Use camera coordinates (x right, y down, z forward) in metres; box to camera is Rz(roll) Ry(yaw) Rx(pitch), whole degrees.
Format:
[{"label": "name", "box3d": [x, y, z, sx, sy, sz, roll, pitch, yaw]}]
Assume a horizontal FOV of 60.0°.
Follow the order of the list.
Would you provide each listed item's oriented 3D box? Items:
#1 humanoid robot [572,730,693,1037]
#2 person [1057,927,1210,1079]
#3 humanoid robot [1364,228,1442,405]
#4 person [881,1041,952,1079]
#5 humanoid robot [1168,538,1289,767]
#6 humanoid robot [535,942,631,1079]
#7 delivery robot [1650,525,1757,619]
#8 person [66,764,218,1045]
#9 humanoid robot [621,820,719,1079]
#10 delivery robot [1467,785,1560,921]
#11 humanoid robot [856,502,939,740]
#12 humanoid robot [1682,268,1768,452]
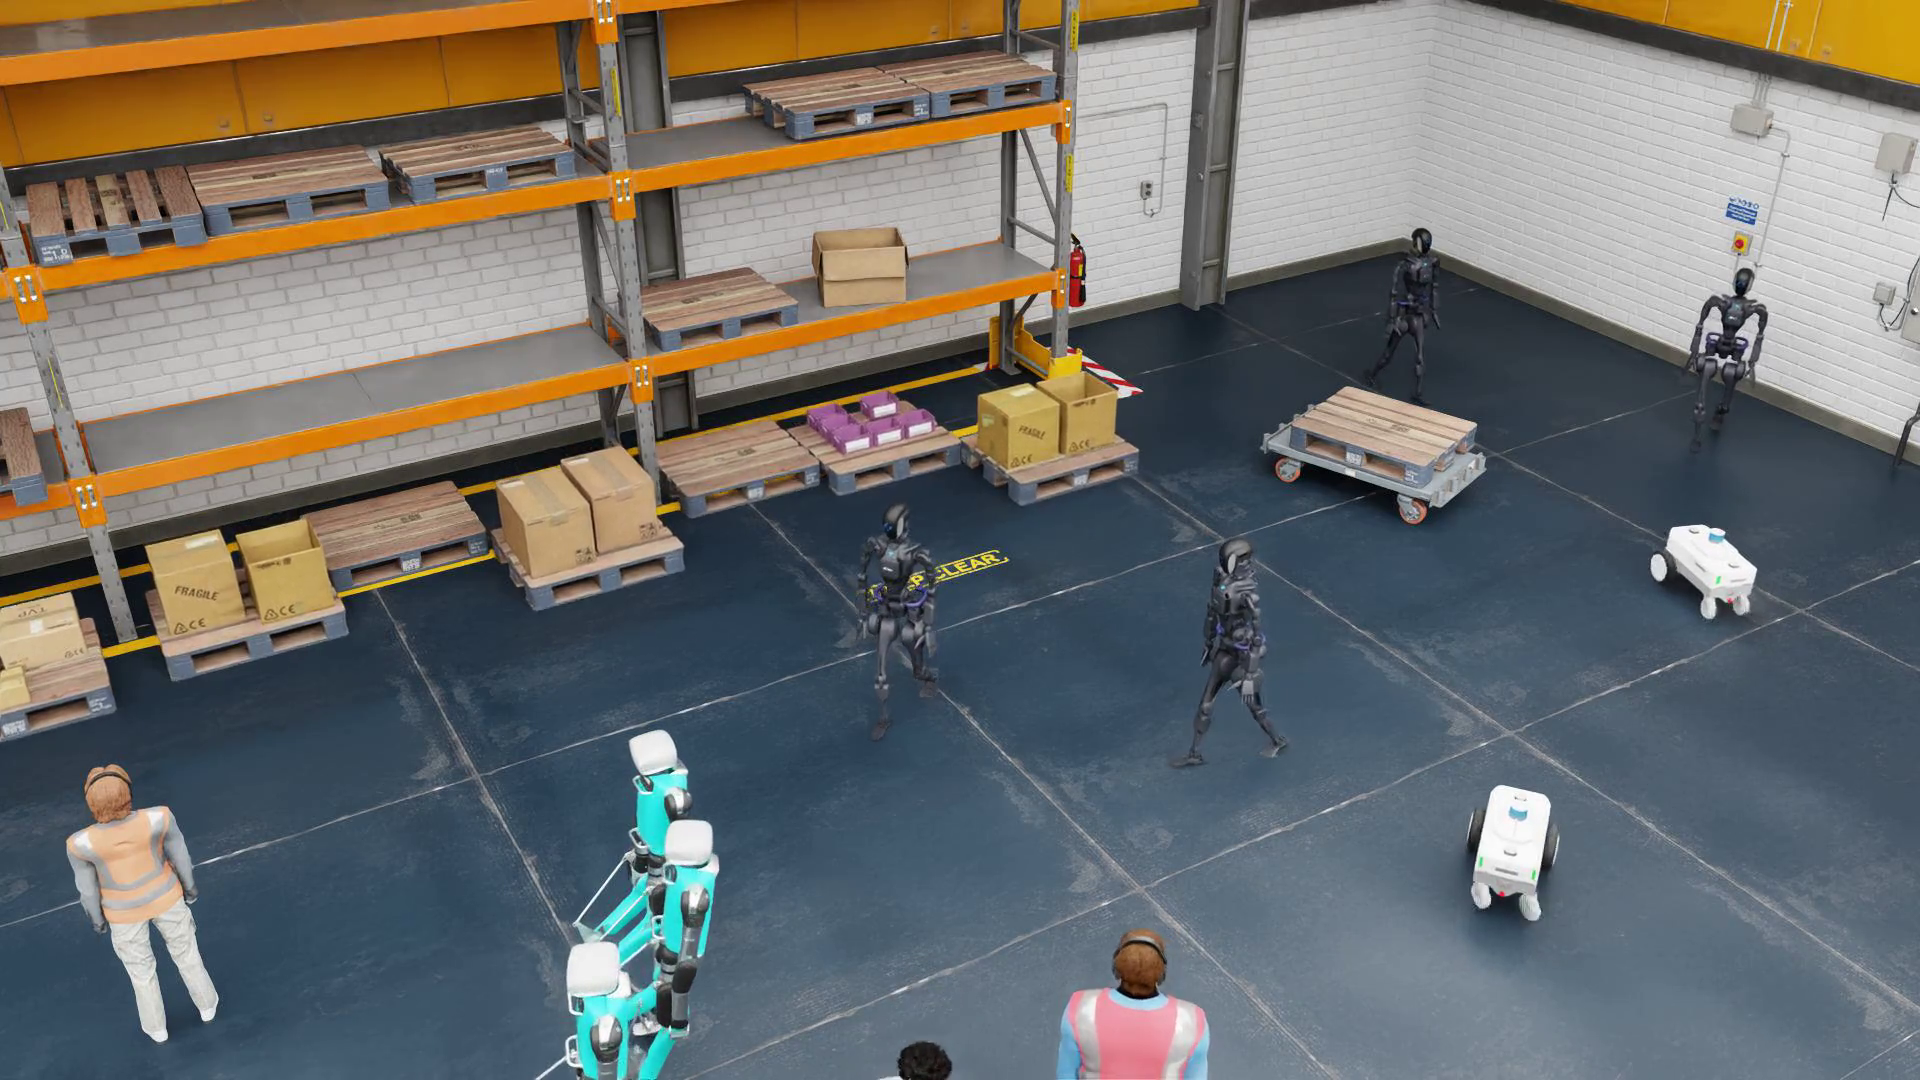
[{"label": "humanoid robot", "box3d": [-1.665, 1.758, 8.272, 0.746, 1.693, 0.530, -16, 33, -26]}, {"label": "person", "box3d": [0.726, 2.410, 7.119, 0.637, 1.838, 0.430, 5, 30, 9]}, {"label": "humanoid robot", "box3d": [4.125, -2.085, 15.284, 0.601, 1.639, 0.762, -13, 32, -22]}, {"label": "person", "box3d": [-0.115, 2.663, 6.849, 0.557, 1.636, 0.894, 4, 30, 7]}, {"label": "humanoid robot", "box3d": [1.747, 0.717, 10.344, 0.821, 1.638, 0.585, -13, 32, -22]}, {"label": "humanoid robot", "box3d": [-1.746, 2.461, 7.149, 0.879, 1.777, 0.578, -6, 30, -11]}, {"label": "delivery robot", "box3d": [5.550, 0.184, 12.348, 0.499, 0.585, 0.765, -5, 30, -9]}, {"label": "person", "box3d": [-4.089, 1.829, 8.340, 0.522, 1.639, 0.304, -19, 35, -30]}, {"label": "humanoid robot", "box3d": [-1.495, 2.133, 7.789, 0.836, 1.835, 0.545, -6, 30, -10]}, {"label": "delivery robot", "box3d": [3.179, 1.745, 9.576, 0.499, 0.576, 0.749, 12, 31, 20]}, {"label": "humanoid robot", "box3d": [-0.374, 0.468, 10.754, 0.588, 1.648, 0.690, 11, 31, 18]}, {"label": "humanoid robot", "box3d": [6.606, -1.606, 14.398, 0.588, 1.636, 0.631, 13, 32, 22]}]
